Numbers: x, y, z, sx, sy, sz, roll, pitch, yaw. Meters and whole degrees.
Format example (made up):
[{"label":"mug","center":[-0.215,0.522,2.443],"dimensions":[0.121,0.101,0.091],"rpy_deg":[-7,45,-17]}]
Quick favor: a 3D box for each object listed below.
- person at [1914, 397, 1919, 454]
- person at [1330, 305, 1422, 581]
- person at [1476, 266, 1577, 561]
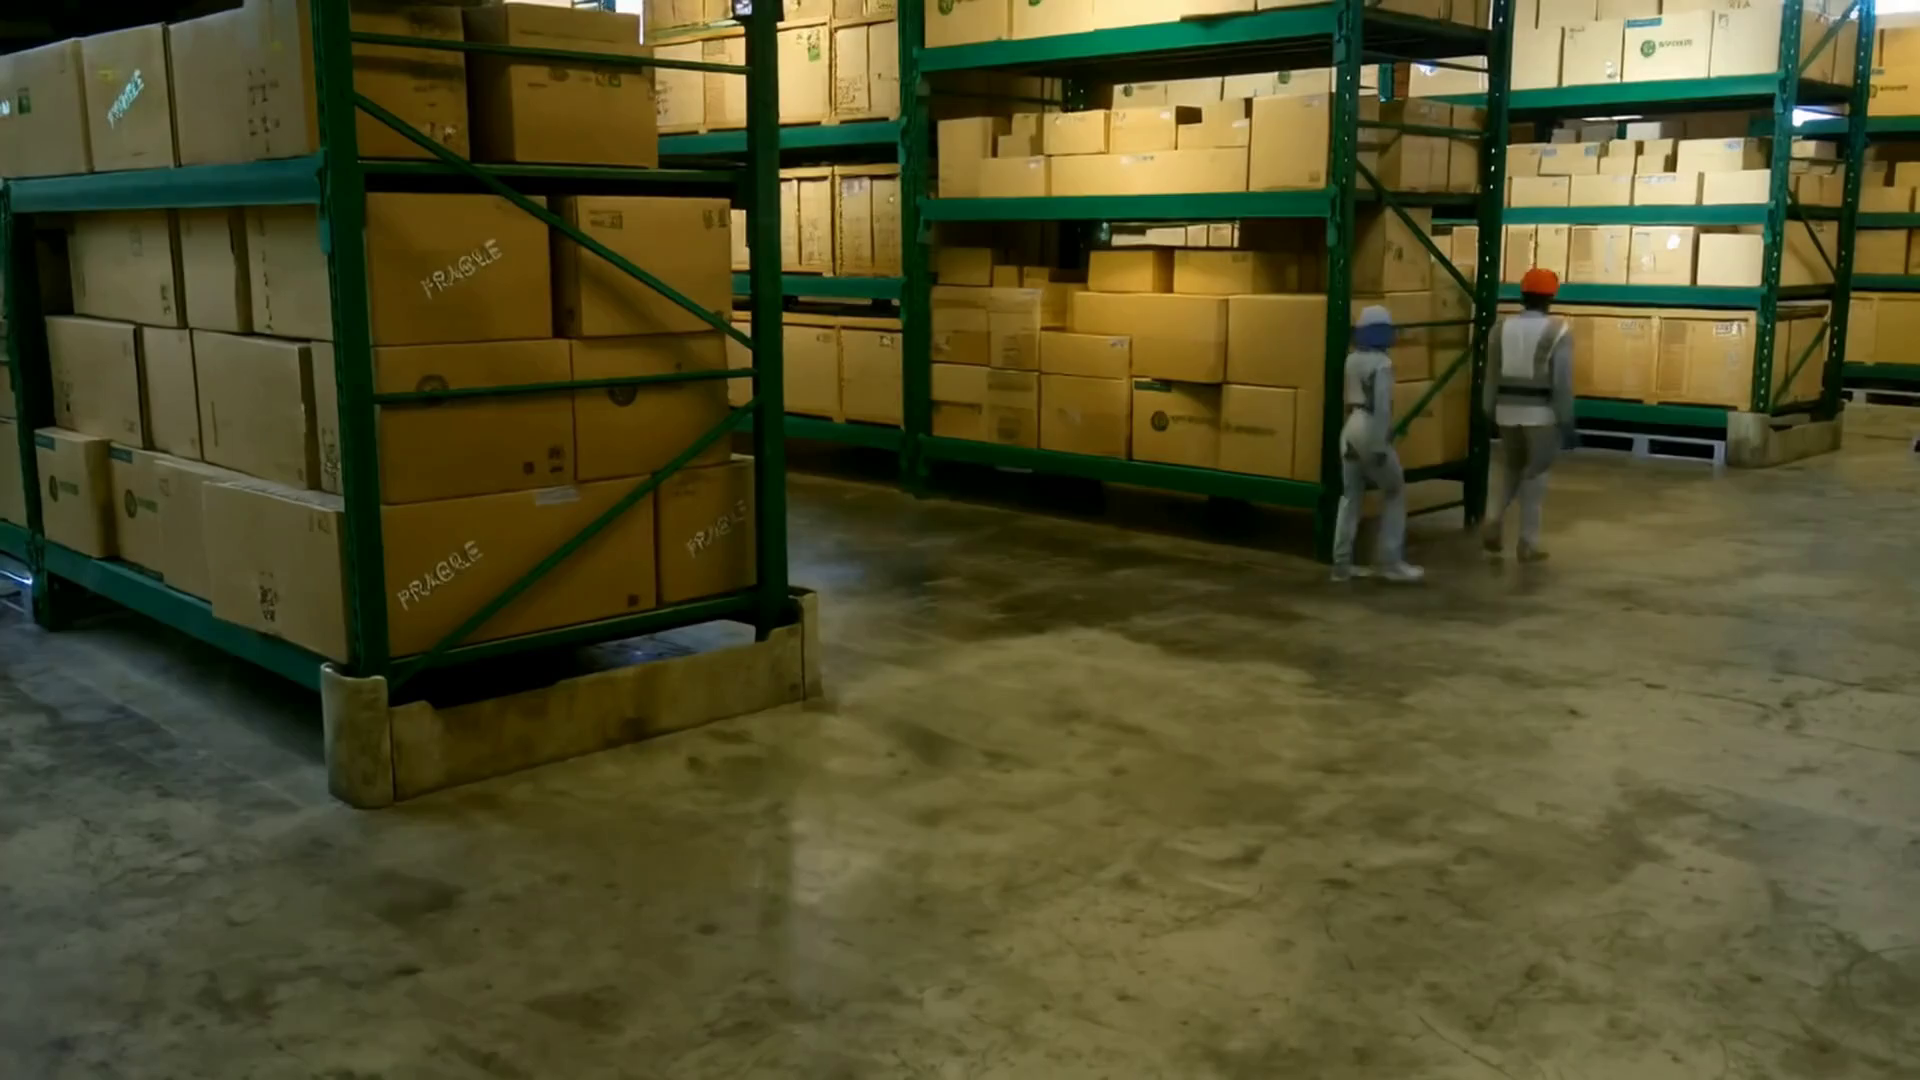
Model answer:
[{"label":"person","center":[9.623,-1.711,16.221],"dimensions":[0.524,1.769,0.325],"rpy_deg":[-1,10,-7]},{"label":"person","center":[2.600,-0.591,10.273],"dimensions":[0.692,1.698,0.524],"rpy_deg":[-3,11,-17]},{"label":"person","center":[3.725,-0.814,10.897],"dimensions":[0.447,1.933,0.617],"rpy_deg":[-8,13,-35]}]
